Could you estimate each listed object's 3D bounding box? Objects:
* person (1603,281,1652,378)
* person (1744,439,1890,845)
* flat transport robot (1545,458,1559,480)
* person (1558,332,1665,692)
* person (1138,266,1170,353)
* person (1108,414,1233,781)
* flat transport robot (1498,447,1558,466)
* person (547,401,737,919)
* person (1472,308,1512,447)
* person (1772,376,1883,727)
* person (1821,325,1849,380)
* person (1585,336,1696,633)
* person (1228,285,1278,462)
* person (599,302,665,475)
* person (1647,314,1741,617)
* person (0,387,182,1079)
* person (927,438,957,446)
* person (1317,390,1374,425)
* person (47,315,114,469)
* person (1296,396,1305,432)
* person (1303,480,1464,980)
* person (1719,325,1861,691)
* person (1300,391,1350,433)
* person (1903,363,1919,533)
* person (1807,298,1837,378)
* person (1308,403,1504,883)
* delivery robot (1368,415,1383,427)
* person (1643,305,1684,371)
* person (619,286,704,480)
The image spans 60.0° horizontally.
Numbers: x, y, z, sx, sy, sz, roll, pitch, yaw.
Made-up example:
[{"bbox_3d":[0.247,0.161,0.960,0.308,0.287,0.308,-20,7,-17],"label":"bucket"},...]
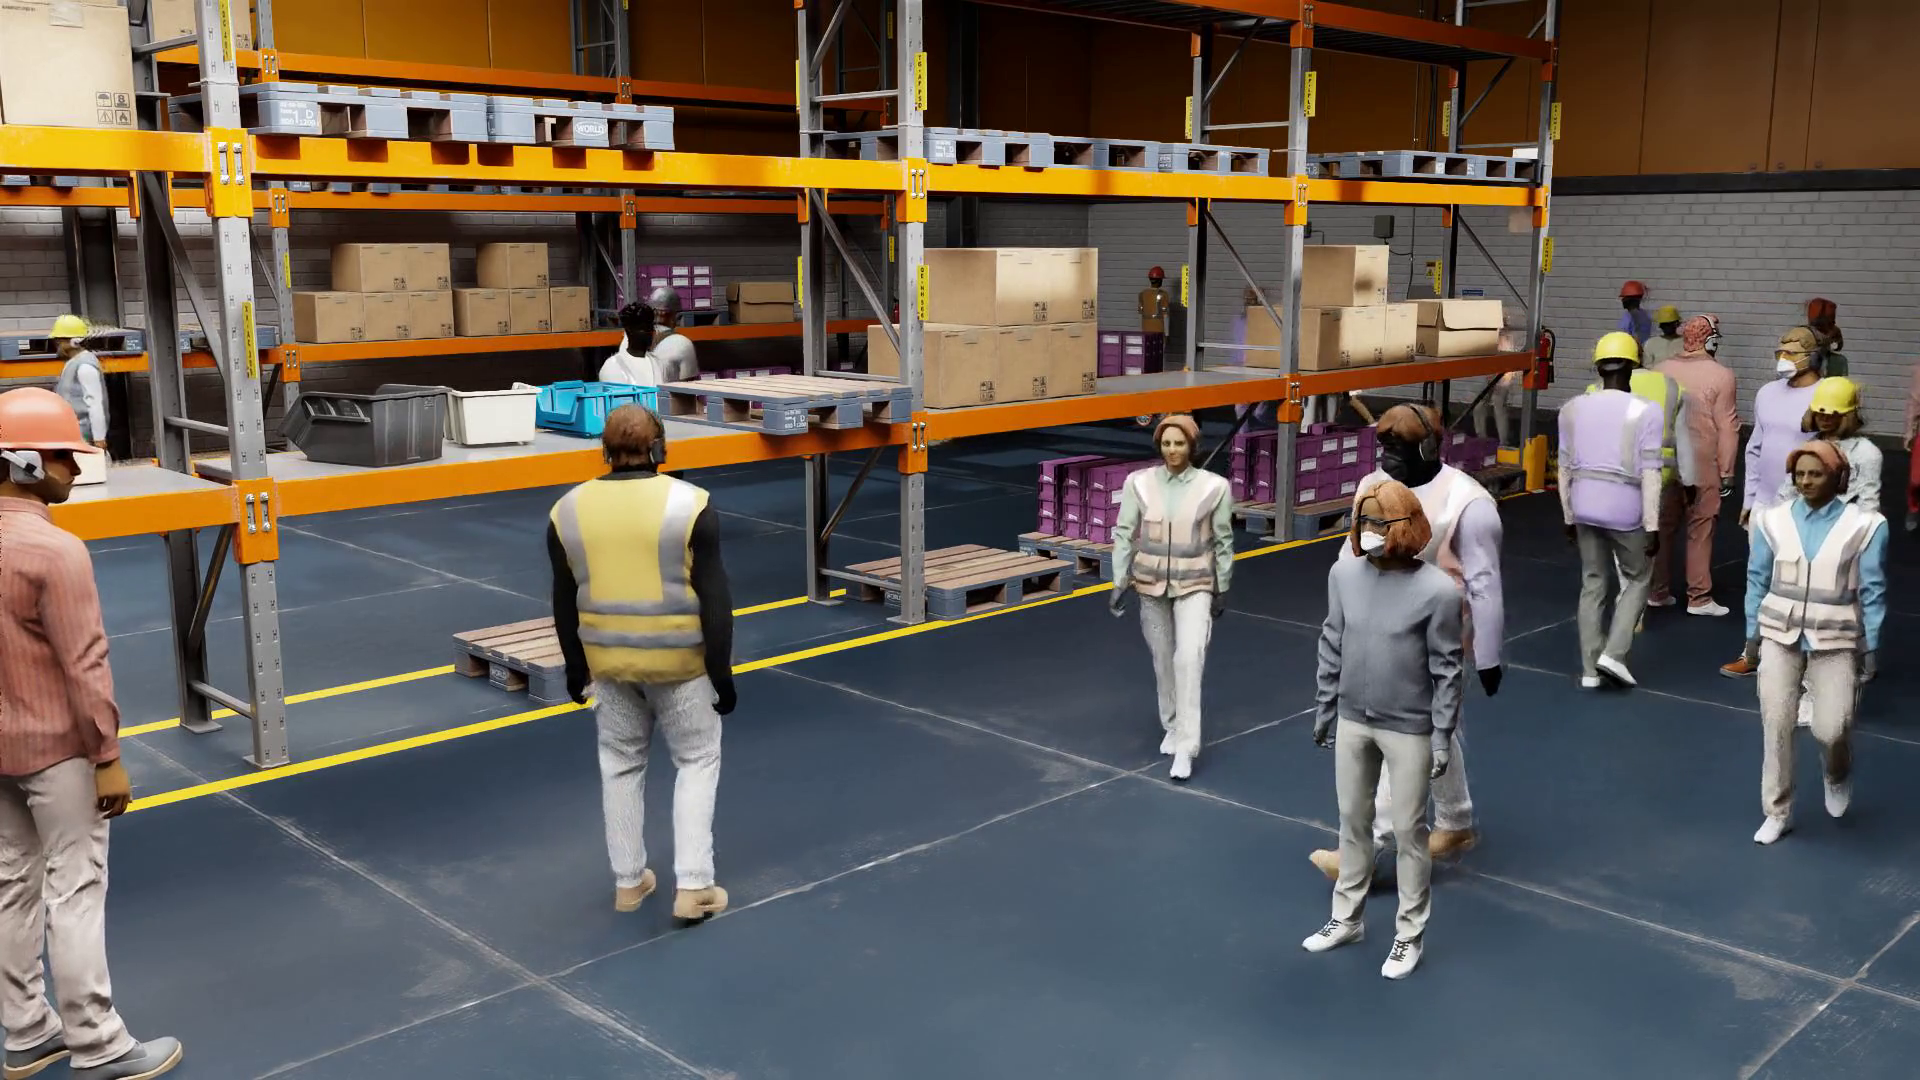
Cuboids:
[{"bbox_3d":[7.735,-2.018,19.073,0.956,1.899,0.546,9,14,42],"label":"person"},{"bbox_3d":[3.386,0.400,6.603,0.524,1.619,0.454,9,14,40],"label":"person"},{"bbox_3d":[6.378,-0.662,16.080,1.431,0.197,0.652,10,14,43],"label":"flat transport robot"},{"bbox_3d":[3.436,-0.140,8.786,0.446,1.897,0.617,-9,14,-40],"label":"person"},{"bbox_3d":[2.947,-3.151,25.106,0.545,1.938,0.360,9,14,40],"label":"person"},{"bbox_3d":[0.935,0.249,7.467,0.521,1.602,0.805,4,11,19],"label":"person"},{"bbox_3d":[5.375,-0.842,17.063,1.431,0.197,0.652,10,14,43],"label":"flat transport robot"},{"bbox_3d":[-1.101,0.433,5.838,0.650,1.841,0.429,2,11,10],"label":"person"},{"bbox_3d":[5.856,-1.766,18.408,0.607,1.613,0.543,1,10,4],"label":"person"},{"bbox_3d":[4.186,0.065,8.105,0.449,1.725,0.502,-3,11,-14],"label":"person"},{"bbox_3d":[7.911,-1.172,15.254,0.507,1.588,0.819,-4,11,-20],"label":"person"},{"bbox_3d":[4.129,-0.365,10.300,0.693,1.796,0.818,0,10,0],"label":"person"},{"bbox_3d":[3.173,-1.767,17.714,0.572,1.889,0.680,-9,14,-41],"label":"person"},{"bbox_3d":[-2.175,-0.627,11.266,0.361,1.963,0.613,4,11,22],"label":"person"},{"bbox_3d":[4.664,-0.473,10.585,0.406,1.911,0.639,-6,12,-31],"label":"person"},{"bbox_3d":[-2.559,0.570,4.674,0.610,1.989,0.392,6,12,29],"label":"person"},{"bbox_3d":[-0.273,-2.051,18.994,0.577,1.973,0.640,-3,11,-14],"label":"person"},{"bbox_3d":[4.263,-1.950,18.456,1.043,1.991,0.623,-2,11,-9],"label":"person"},{"bbox_3d":[-6.949,-0.899,13.240,0.914,1.792,0.606,-7,12,-33],"label":"person"},{"bbox_3d":[3.558,-1.717,17.407,0.675,1.888,0.684,6,12,29],"label":"person"},{"bbox_3d":[1.380,0.610,5.428,0.268,1.632,0.507,-10,14,-43],"label":"person"},{"bbox_3d":[4.410,-0.164,8.819,0.377,1.940,0.628,-4,11,-20],"label":"person"},{"bbox_3d":[3.513,-1.472,16.100,0.583,1.882,0.350,-3,11,-17],"label":"person"},{"bbox_3d":[7.633,-0.827,12.918,0.543,1.750,0.538,4,11,22],"label":"person"},{"bbox_3d":[7.308,-1.152,14.383,0.387,1.872,0.601,4,11,23],"label":"person"},{"bbox_3d":[1.637,0.388,6.212,0.980,1.786,0.634,-5,12,-27],"label":"person"},{"bbox_3d":[4.364,-1.045,17.140,0.707,0.478,0.477,-2,11,-13],"label":"delivery robot"},{"bbox_3d":[7.212,-1.524,16.843,0.554,1.724,0.870,6,12,30],"label":"person"},{"bbox_3d":[-2.267,-0.991,13.046,0.702,2.000,0.625,6,12,30],"label":"person"}]
